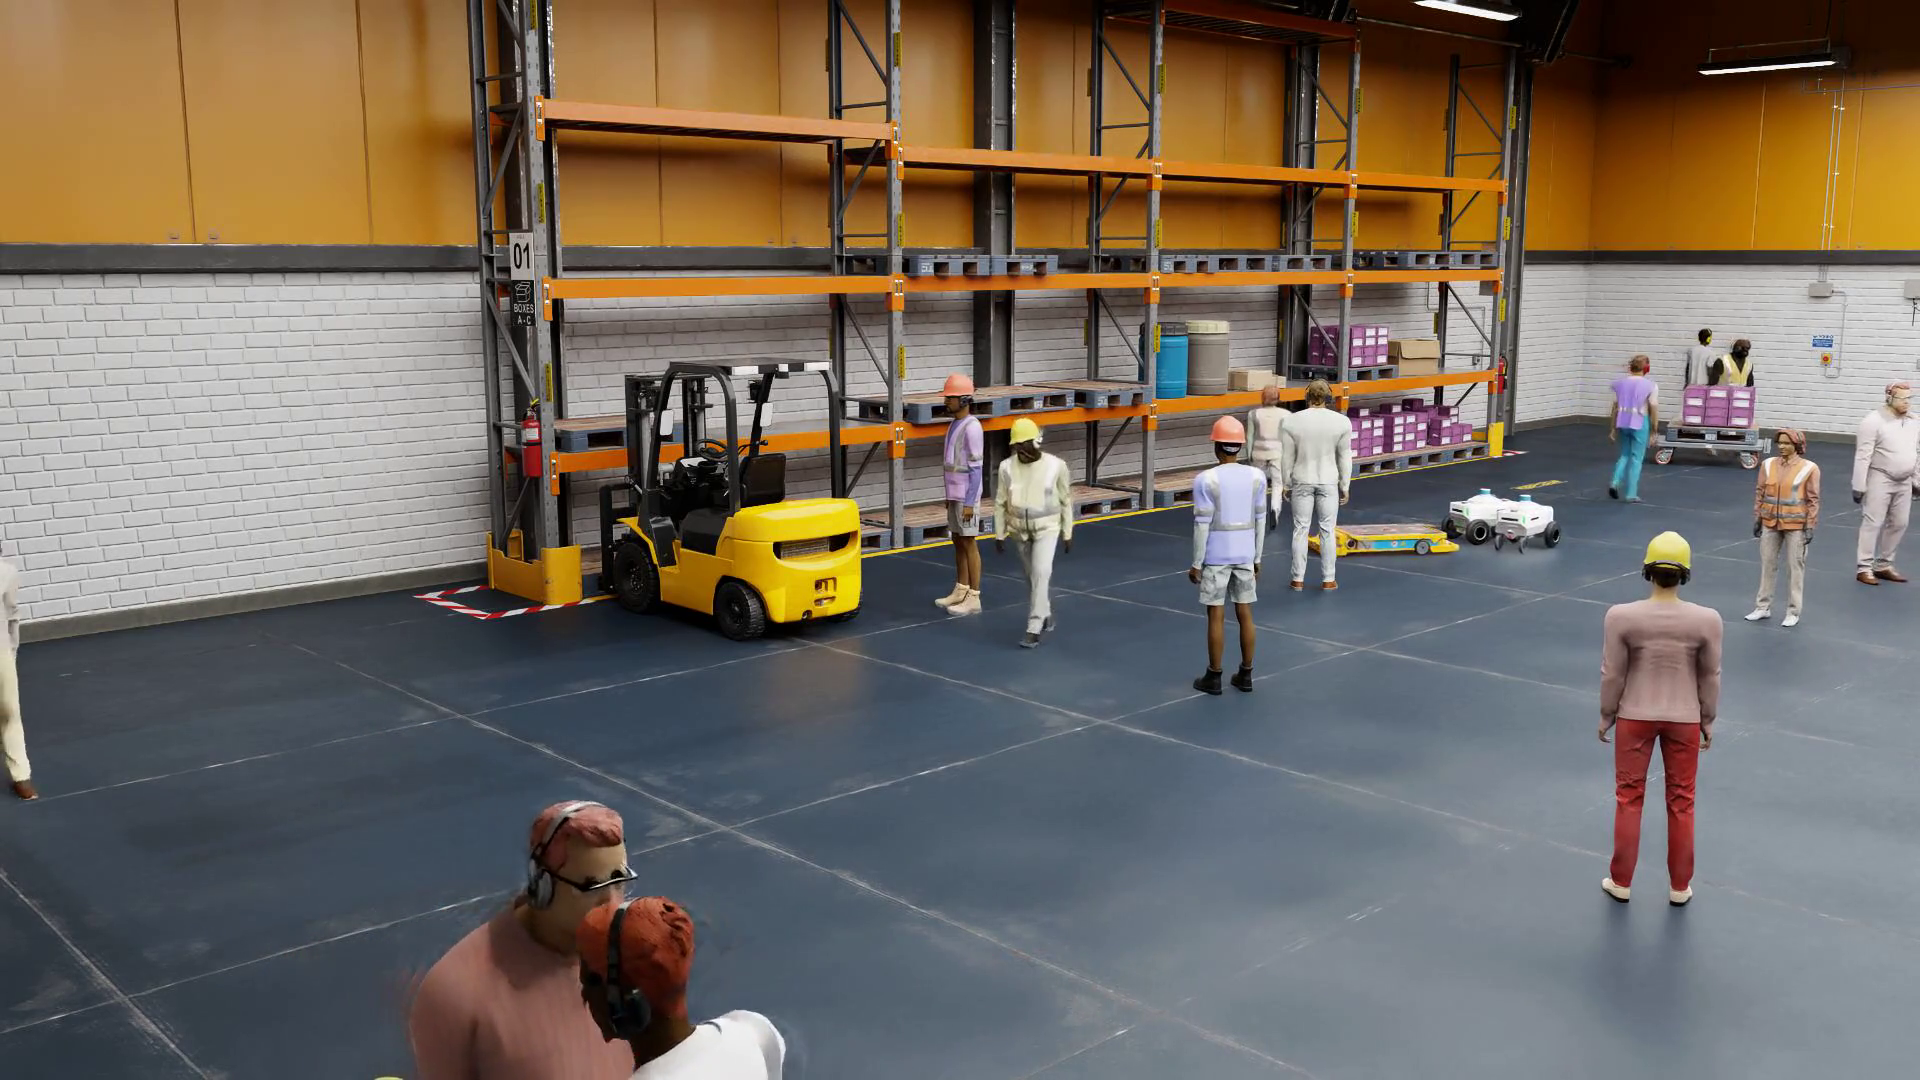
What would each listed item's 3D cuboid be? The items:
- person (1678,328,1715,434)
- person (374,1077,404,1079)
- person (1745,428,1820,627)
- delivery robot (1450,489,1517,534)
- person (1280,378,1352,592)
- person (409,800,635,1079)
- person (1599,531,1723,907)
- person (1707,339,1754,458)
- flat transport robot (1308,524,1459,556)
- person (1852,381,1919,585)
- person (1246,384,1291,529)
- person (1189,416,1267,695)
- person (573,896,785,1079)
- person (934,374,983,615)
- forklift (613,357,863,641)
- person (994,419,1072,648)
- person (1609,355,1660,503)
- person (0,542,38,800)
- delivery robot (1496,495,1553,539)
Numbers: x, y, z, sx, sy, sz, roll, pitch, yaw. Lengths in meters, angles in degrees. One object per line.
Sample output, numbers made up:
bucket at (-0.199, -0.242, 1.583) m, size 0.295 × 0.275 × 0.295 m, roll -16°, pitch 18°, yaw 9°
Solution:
person at (12.277, -2.608, 27.709) m, size 0.773 × 1.847 × 0.547 m, roll -8°, pitch 13°, yaw -39°
person at (-0.796, 1.696, 2.560) m, size 0.403 × 1.830 × 0.598 m, roll 1°, pitch 10°, yaw 9°
person at (6.790, -0.109, 13.691) m, size 0.315 × 1.640 × 0.515 m, roll -7°, pitch 12°, yaw -34°
delivery robot at (5.593, -0.305, 17.732) m, size 0.707 × 0.478 × 0.477 m, roll -4°, pitch 10°, yaw -20°
person at (3.218, -0.491, 15.051) m, size 0.636 × 1.939 × 0.365 m, roll 2°, pitch 10°, yaw 13°
person at (-0.871, 1.477, 3.676) m, size 0.658 × 1.884 × 0.464 m, roll -9°, pitch 13°, yaw -42°
person at (3.259, 0.838, 7.778) m, size 0.522 × 1.768 × 0.312 m, roll 3°, pitch 10°, yaw 15°
person at (11.669, -2.135, 25.129) m, size 0.646 × 1.784 × 0.935 m, roll -3°, pitch 10°, yaw -15°
flat transport robot at (4.327, -0.012, 17.124) m, size 1.431 × 0.197 × 0.652 m, roll -2°, pitch 10°, yaw -10°
person at (8.578, -0.524, 15.389) m, size 0.660 × 1.894 × 0.416 m, roll -3°, pitch 10°, yaw -18°
person at (3.426, -0.910, 18.455) m, size 0.522 × 1.622 × 0.634 m, roll 2°, pitch 10°, yaw 12°
person at (1.843, 0.109, 11.536) m, size 0.542 × 1.939 × 0.362 m, roll -3°, pitch 10°, yaw -17°
person at (-0.642, 1.566, 3.252) m, size 0.856 × 1.854 × 0.610 m, roll 5°, pitch 11°, yaw 25°
person at (-0.003, -0.387, 14.136) m, size 0.377 × 2.044 × 0.608 m, roll -3°, pitch 10°, yaw -18°
forklift at (-1.847, -0.414, 13.852) m, size 1.214 × 2.155 × 2.313 m, roll -9°, pitch 13°, yaw -42°
person at (0.580, -0.084, 13.175) m, size 0.603 × 1.775 × 0.950 m, roll 3°, pitch 10°, yaw 18°
person at (8.283, -1.355, 20.419) m, size 0.436 × 1.828 × 0.580 m, roll -7°, pitch 12°, yaw -35°
person at (-5.578, 0.642, 9.429) m, size 0.857 × 1.595 × 0.493 m, roll 9°, pitch 13°, yaw 42°
delivery robot at (5.863, -0.225, 17.267) m, size 0.477 × 0.478 × 0.707 m, roll 9°, pitch 13°, yaw 43°
